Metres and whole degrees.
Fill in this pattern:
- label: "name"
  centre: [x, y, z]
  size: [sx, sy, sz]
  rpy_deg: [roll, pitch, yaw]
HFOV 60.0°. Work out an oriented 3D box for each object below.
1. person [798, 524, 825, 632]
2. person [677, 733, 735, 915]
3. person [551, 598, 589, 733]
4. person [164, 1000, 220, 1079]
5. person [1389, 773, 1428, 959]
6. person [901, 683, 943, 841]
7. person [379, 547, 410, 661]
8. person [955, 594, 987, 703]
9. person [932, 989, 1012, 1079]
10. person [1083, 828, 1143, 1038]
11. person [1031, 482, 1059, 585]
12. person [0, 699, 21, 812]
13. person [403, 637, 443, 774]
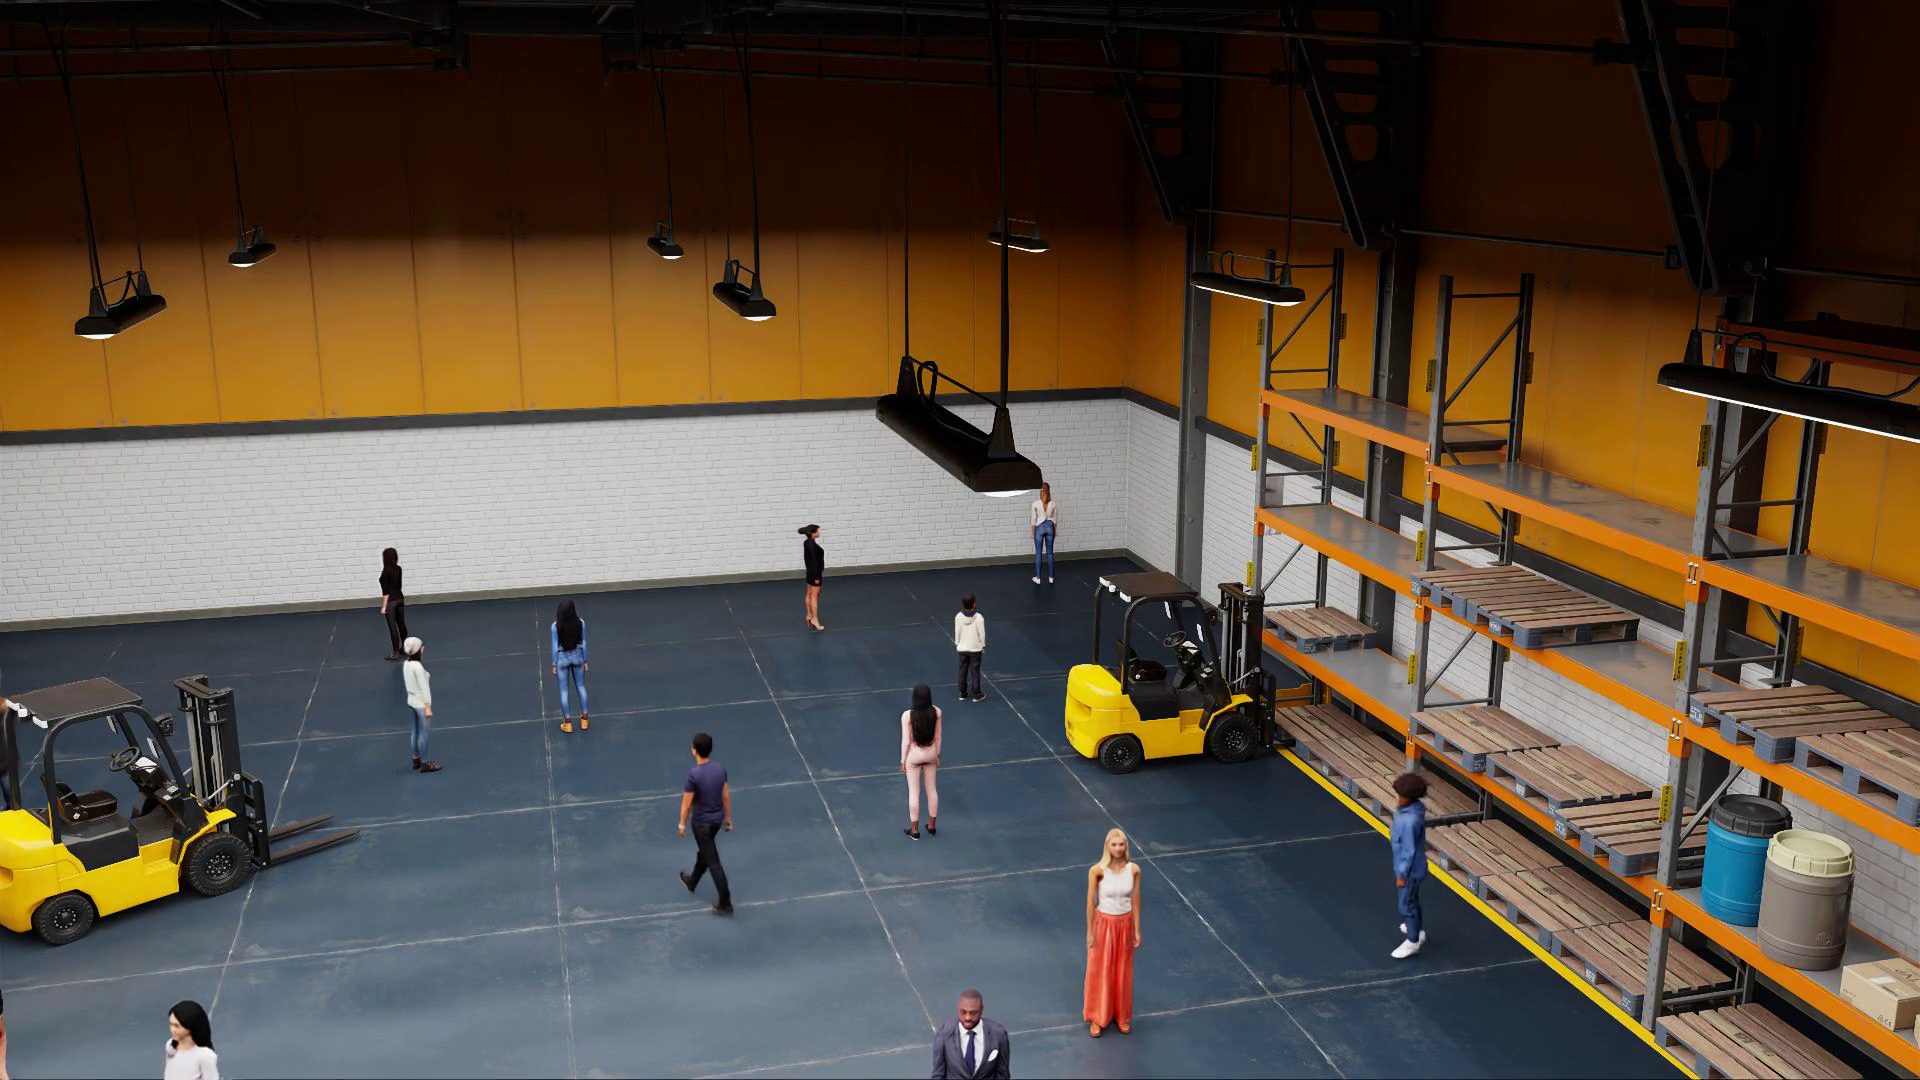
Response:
- label: "person"
  centre: [-2.229, 0.555, 25.331]
  size: [0.650, 1.640, 0.588]
  rpy_deg: [-6, 15, -22]
- label: "person"
  centre: [-2.382, 2.765, 15.994]
  size: [1.209, 1.740, 1.040]
  rpy_deg: [12, 18, 40]
- label: "person"
  centre: [-4.924, 1.568, 20.998]
  size: [0.660, 1.711, 0.608]
  rpy_deg: [-7, 15, -28]
- label: "person"
  centre: [-5.152, 3.908, 11.414]
  size: [0.960, 1.673, 1.059]
  rpy_deg: [5, 15, 21]
- label: "person"
  centre: [4.142, 2.943, 15.176]
  size: [1.013, 1.778, 0.831]
  rpy_deg: [6, 15, 24]
- label: "person"
  centre: [-0.409, 2.346, 17.768]
  size: [0.657, 1.719, 0.600]
  rpy_deg: [-7, 15, -25]
- label: "person"
  centre: [-8.136, 0.898, 23.917]
  size: [0.703, 1.640, 0.601]
  rpy_deg: [4, 14, 17]
- label: "person"
  centre: [0.131, 1.426, 22.127]
  size: [0.662, 1.455, 0.697]
  rpy_deg: [5, 15, 21]
- label: "person"
  centre: [0.071, 3.867, 11.262]
  size: [0.755, 1.824, 0.697]
  rpy_deg: [0, 14, 0]
- label: "person"
  centre: [1.272, 3.248, 13.867]
  size: [0.637, 1.802, 0.596]
  rpy_deg: [-2, 14, -10]
- label: "person"
  centre: [1.422, -0.129, 27.987]
  size: [0.618, 1.720, 0.532]
  rpy_deg: [-3, 14, -11]
- label: "person"
  centre: [-10.399, 2.365, 17.956]
  size: [0.693, 1.594, 1.046]
  rpy_deg: [-5, 14, -20]
- label: "person"
  centre: [-6.392, 1.928, 19.653]
  size: [0.704, 1.645, 0.592]
  rpy_deg: [-13, 19, -42]
